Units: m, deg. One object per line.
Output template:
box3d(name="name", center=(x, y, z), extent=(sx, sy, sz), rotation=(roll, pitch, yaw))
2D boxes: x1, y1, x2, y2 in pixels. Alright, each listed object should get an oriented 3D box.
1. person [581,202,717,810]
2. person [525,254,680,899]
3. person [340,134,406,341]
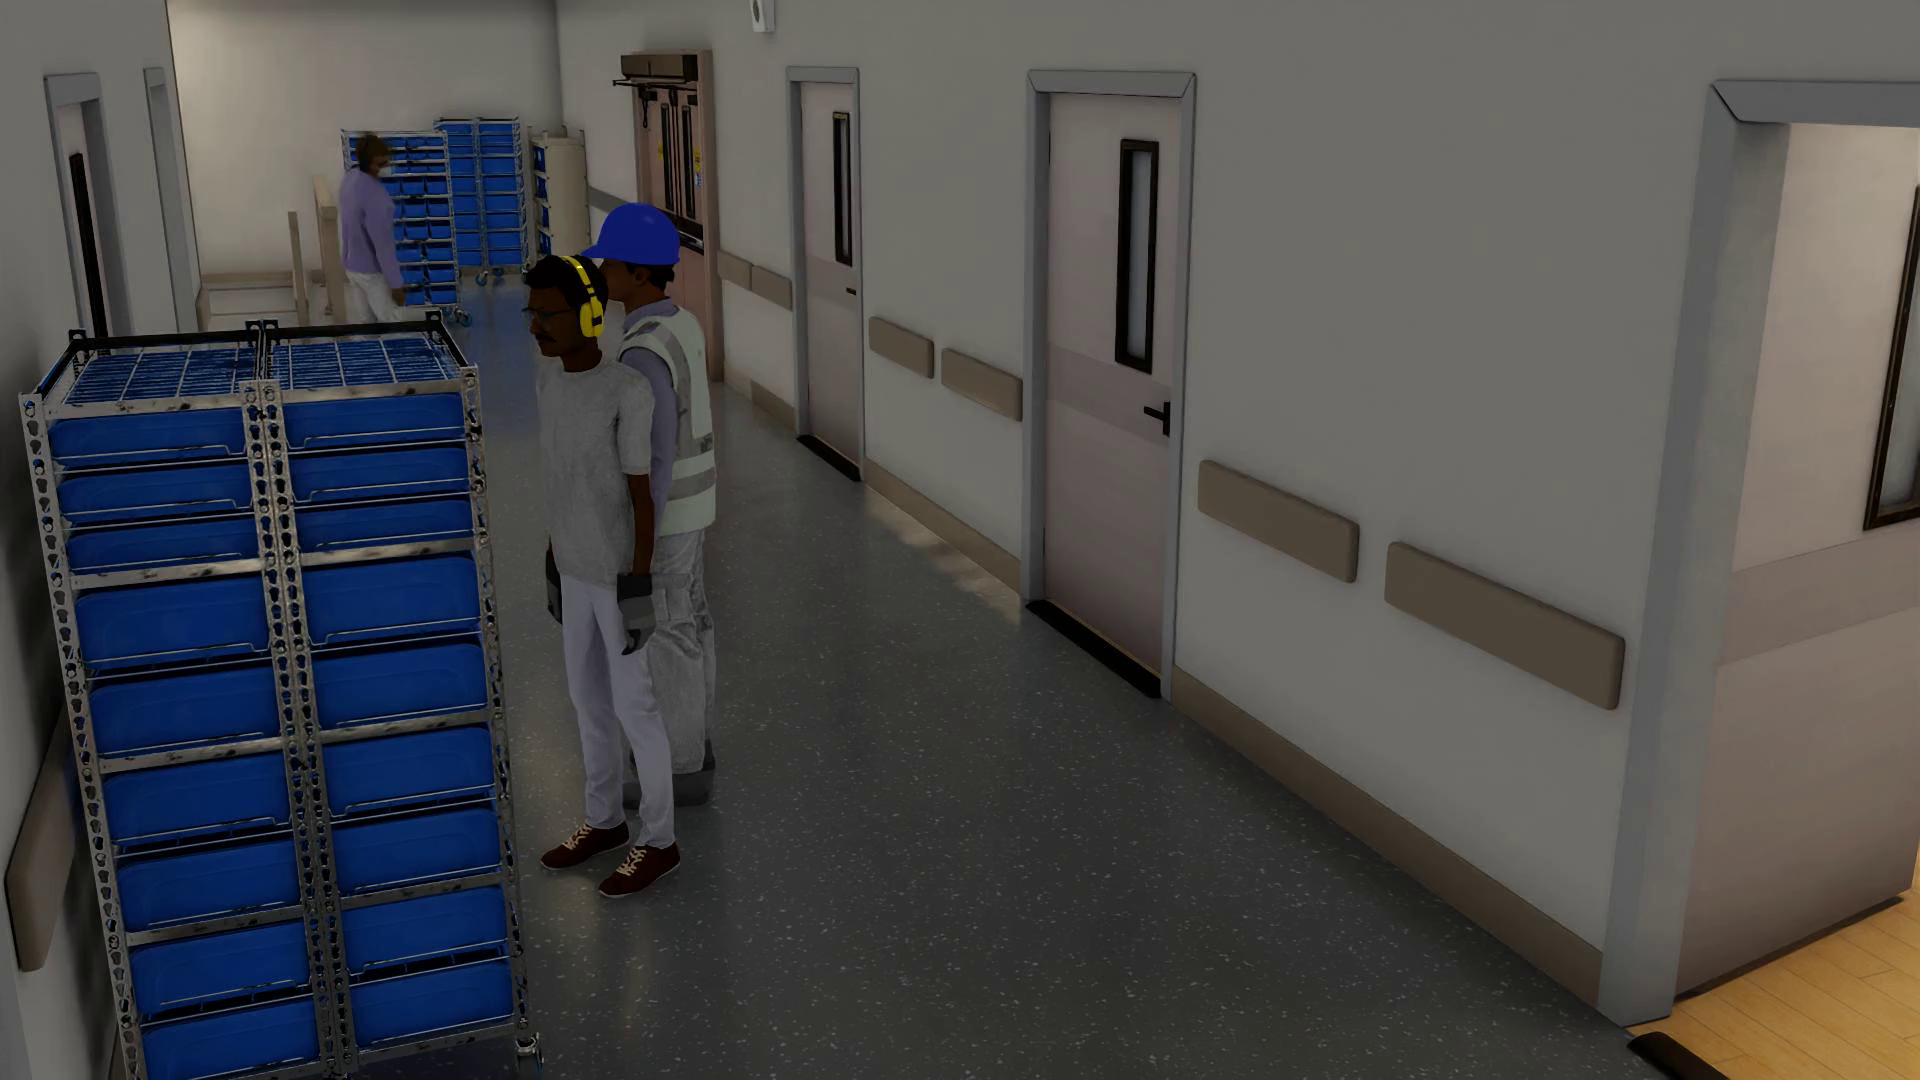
box3d(name="person", center=(-0.967, -0.094, 5.342), extent=(0.382, 1.951, 0.604), rotation=(0, 16, 1))
box3d(name="person", center=(-1.054, 0.112, 4.800), extent=(0.500, 1.862, 0.331), rotation=(14, 21, 39))
box3d(name="person", center=(-4.026, -1.794, 11.355), extent=(0.375, 1.904, 0.671), rotation=(-13, 20, -37))
